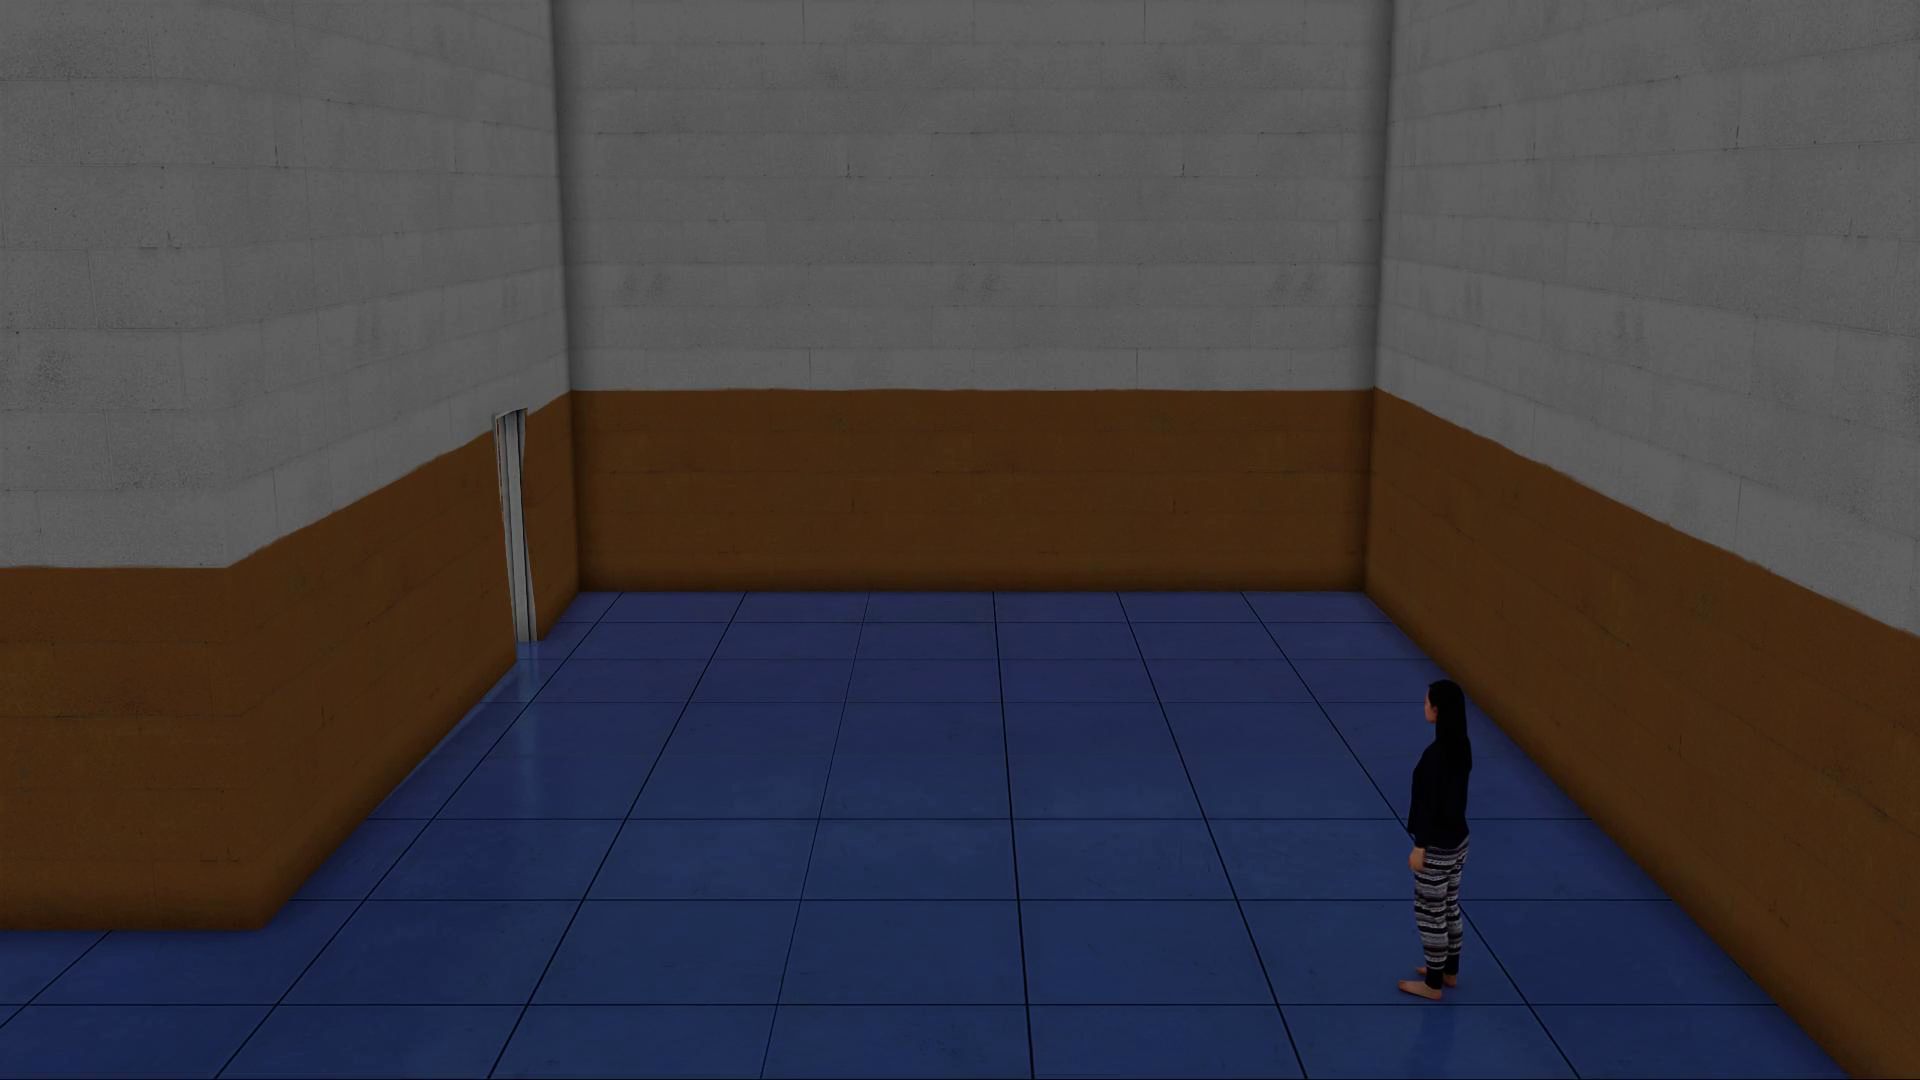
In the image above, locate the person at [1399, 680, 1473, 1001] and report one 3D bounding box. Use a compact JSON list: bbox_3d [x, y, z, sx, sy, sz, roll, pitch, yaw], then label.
[{"bbox_3d":[2.569,1.585,8.859,0.711,1.733,0.672,10,15,39],"label":"person"}]
